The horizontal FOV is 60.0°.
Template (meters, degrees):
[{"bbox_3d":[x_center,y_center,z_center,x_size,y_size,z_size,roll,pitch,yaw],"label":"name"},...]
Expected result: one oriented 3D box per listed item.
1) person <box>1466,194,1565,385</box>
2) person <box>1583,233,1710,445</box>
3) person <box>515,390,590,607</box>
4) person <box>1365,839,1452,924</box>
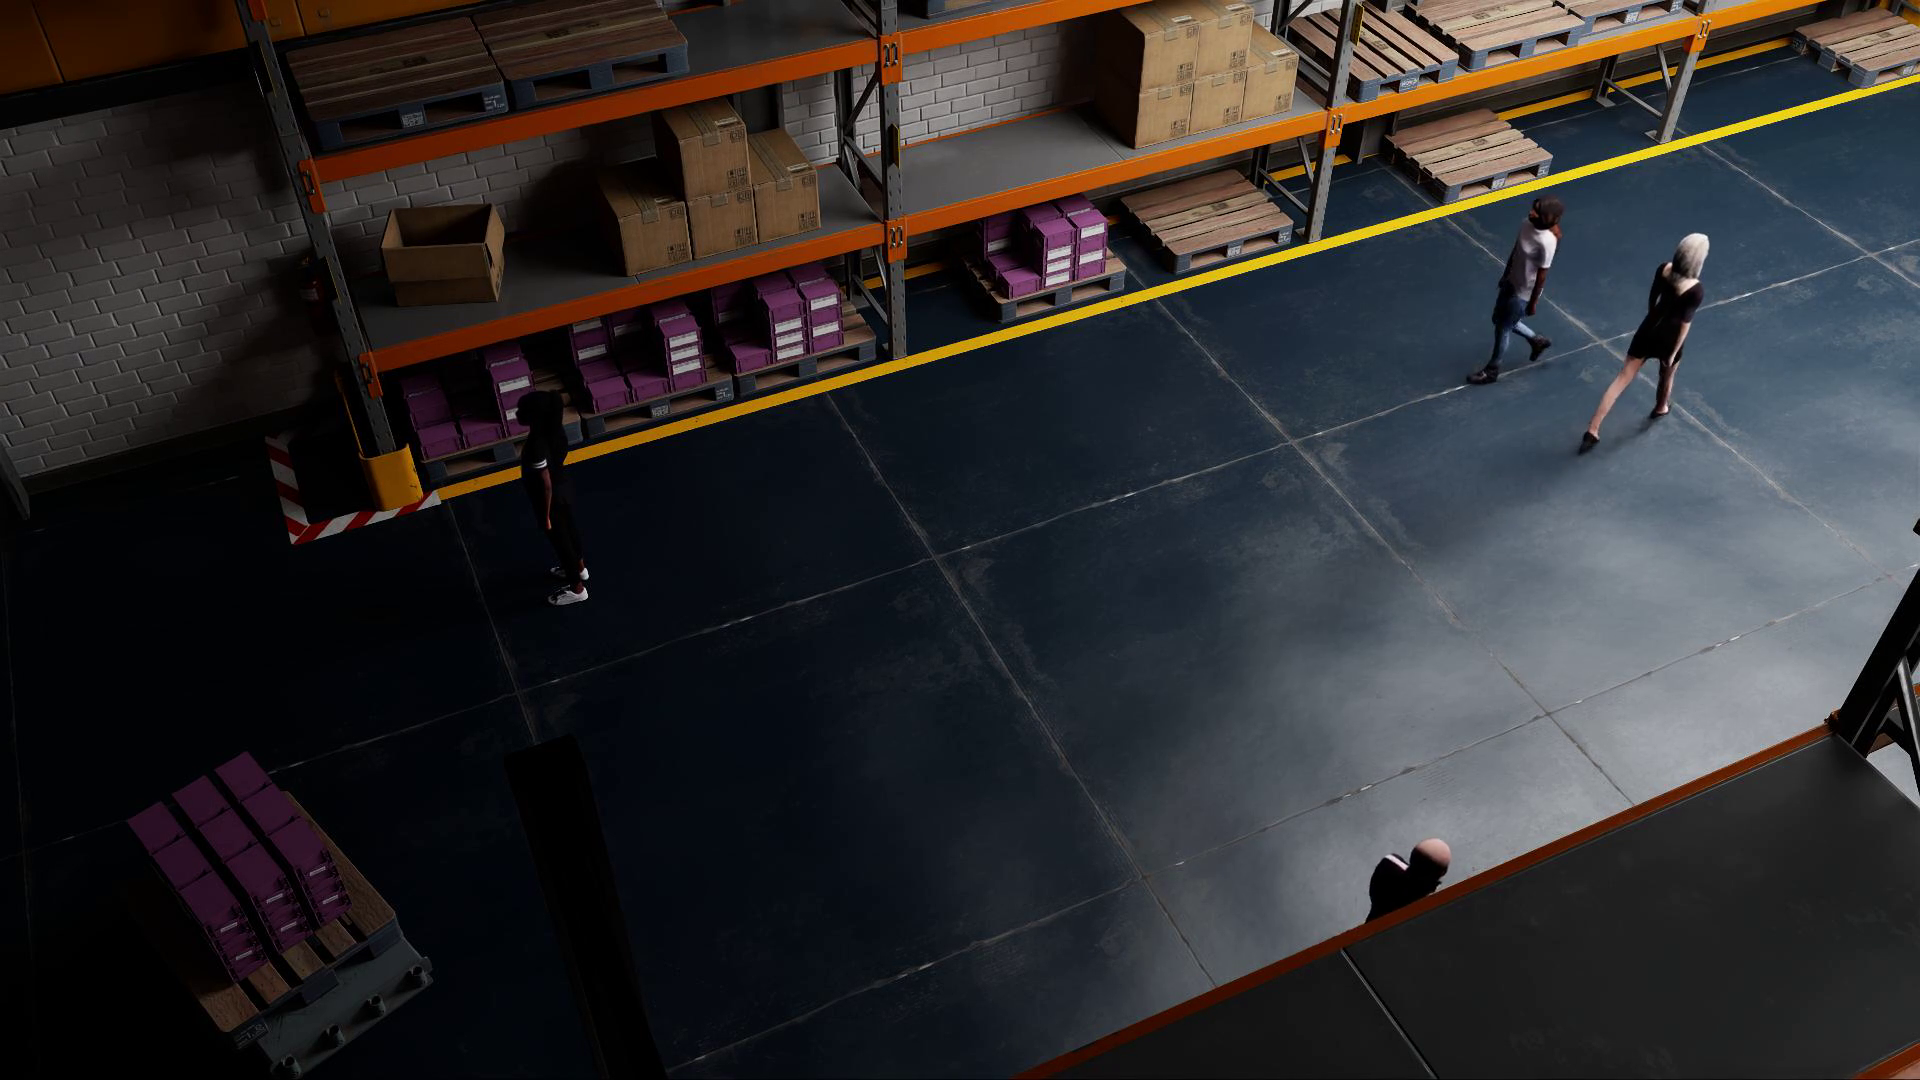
[{"bbox_3d":[4.362,-1.918,12.716,0.972,1.710,0.768,-6,44,-6],"label":"person"},{"bbox_3d":[5.018,-1.414,12.136,1.233,1.780,0.750,-26,49,-25],"label":"person"},{"bbox_3d":[-2.697,-0.290,10.996,0.703,1.726,0.694,-3,44,-3],"label":"person"},{"bbox_3d":[2.098,2.164,8.368,1.075,1.798,0.770,-21,48,-21],"label":"person"}]
